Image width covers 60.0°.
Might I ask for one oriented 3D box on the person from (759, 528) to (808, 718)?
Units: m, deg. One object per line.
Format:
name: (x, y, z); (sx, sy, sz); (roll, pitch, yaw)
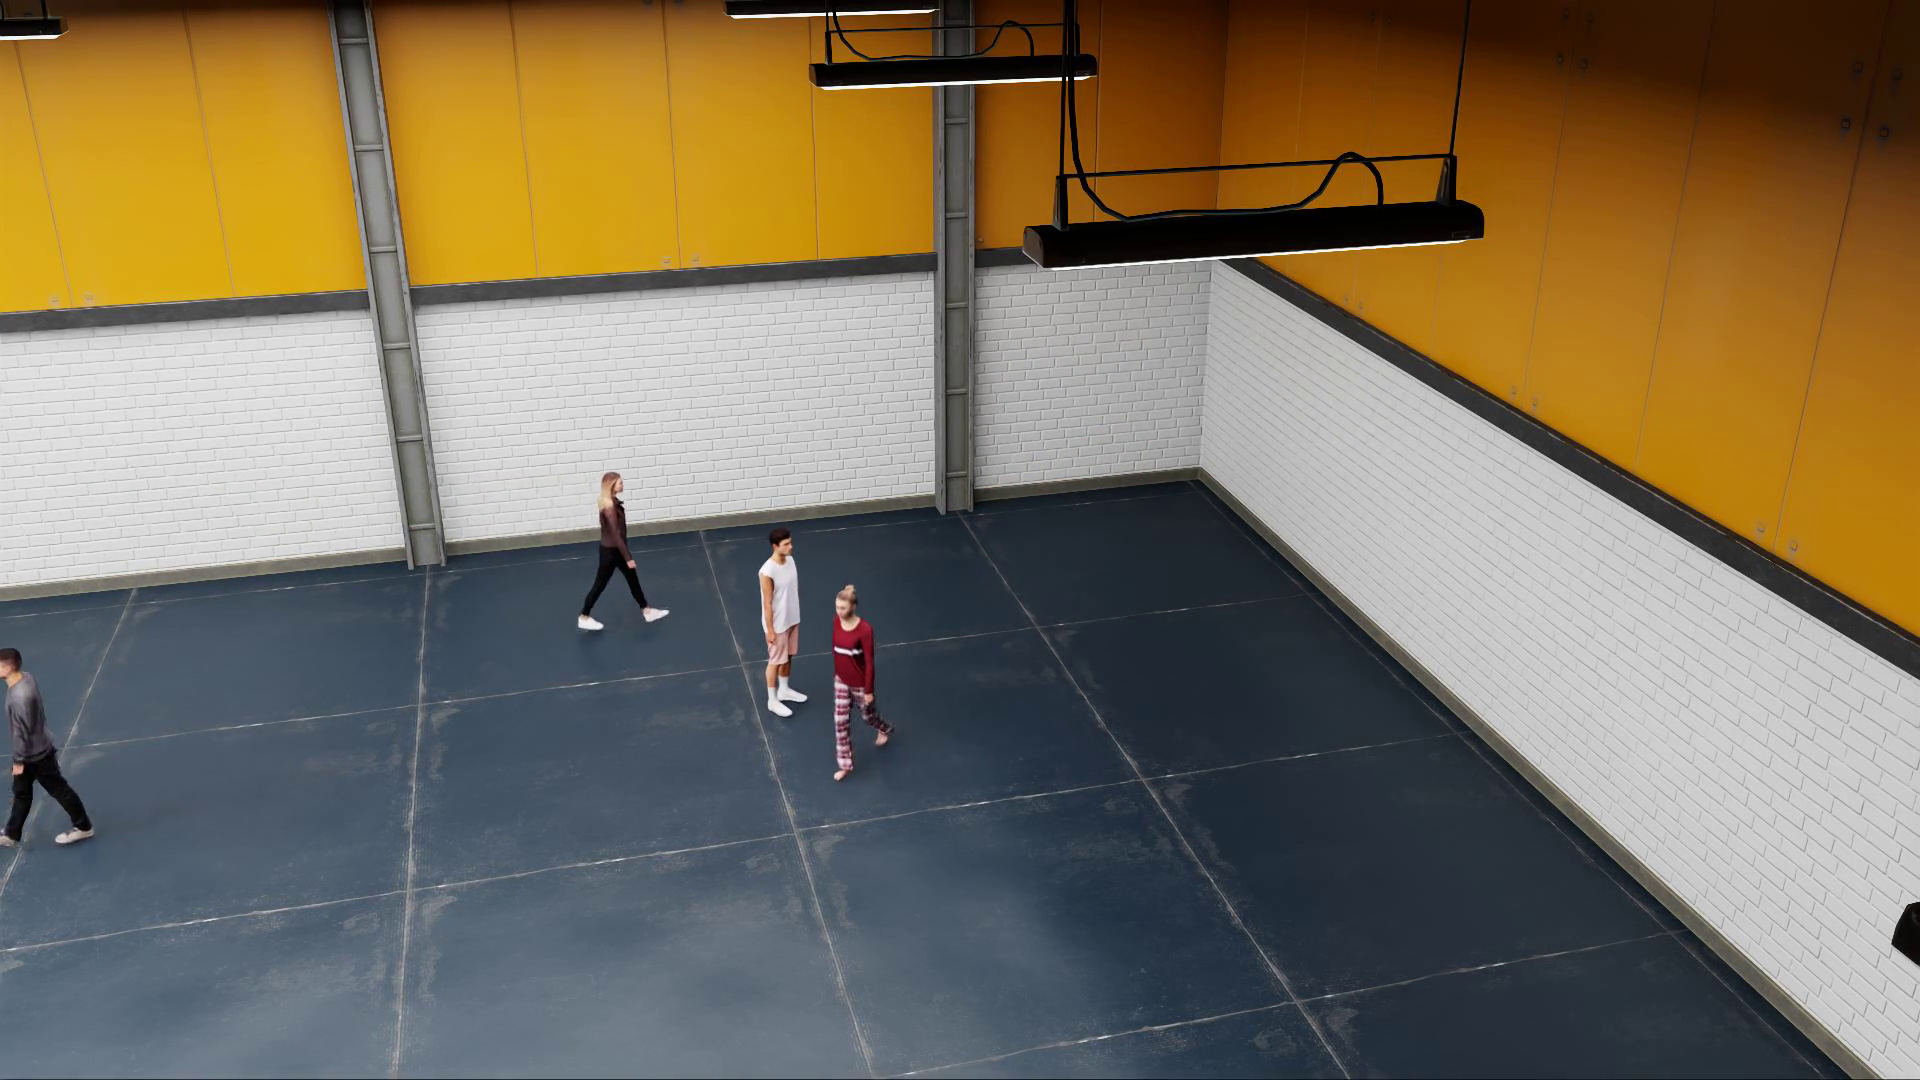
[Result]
person: (-1.621, 0.707, 15.018); (0.764, 1.786, 0.728); (10, 26, 22)

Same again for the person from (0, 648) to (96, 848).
person: (-7.127, 1.623, 12.988); (1.085, 1.733, 0.801); (-13, 27, -26)

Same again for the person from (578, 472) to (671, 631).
person: (-3.521, 0.158, 16.436); (1.162, 1.655, 0.714); (-3, 24, -8)

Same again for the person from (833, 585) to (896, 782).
person: (-0.850, 1.170, 14.114); (1.051, 1.661, 1.103); (12, 26, 26)
